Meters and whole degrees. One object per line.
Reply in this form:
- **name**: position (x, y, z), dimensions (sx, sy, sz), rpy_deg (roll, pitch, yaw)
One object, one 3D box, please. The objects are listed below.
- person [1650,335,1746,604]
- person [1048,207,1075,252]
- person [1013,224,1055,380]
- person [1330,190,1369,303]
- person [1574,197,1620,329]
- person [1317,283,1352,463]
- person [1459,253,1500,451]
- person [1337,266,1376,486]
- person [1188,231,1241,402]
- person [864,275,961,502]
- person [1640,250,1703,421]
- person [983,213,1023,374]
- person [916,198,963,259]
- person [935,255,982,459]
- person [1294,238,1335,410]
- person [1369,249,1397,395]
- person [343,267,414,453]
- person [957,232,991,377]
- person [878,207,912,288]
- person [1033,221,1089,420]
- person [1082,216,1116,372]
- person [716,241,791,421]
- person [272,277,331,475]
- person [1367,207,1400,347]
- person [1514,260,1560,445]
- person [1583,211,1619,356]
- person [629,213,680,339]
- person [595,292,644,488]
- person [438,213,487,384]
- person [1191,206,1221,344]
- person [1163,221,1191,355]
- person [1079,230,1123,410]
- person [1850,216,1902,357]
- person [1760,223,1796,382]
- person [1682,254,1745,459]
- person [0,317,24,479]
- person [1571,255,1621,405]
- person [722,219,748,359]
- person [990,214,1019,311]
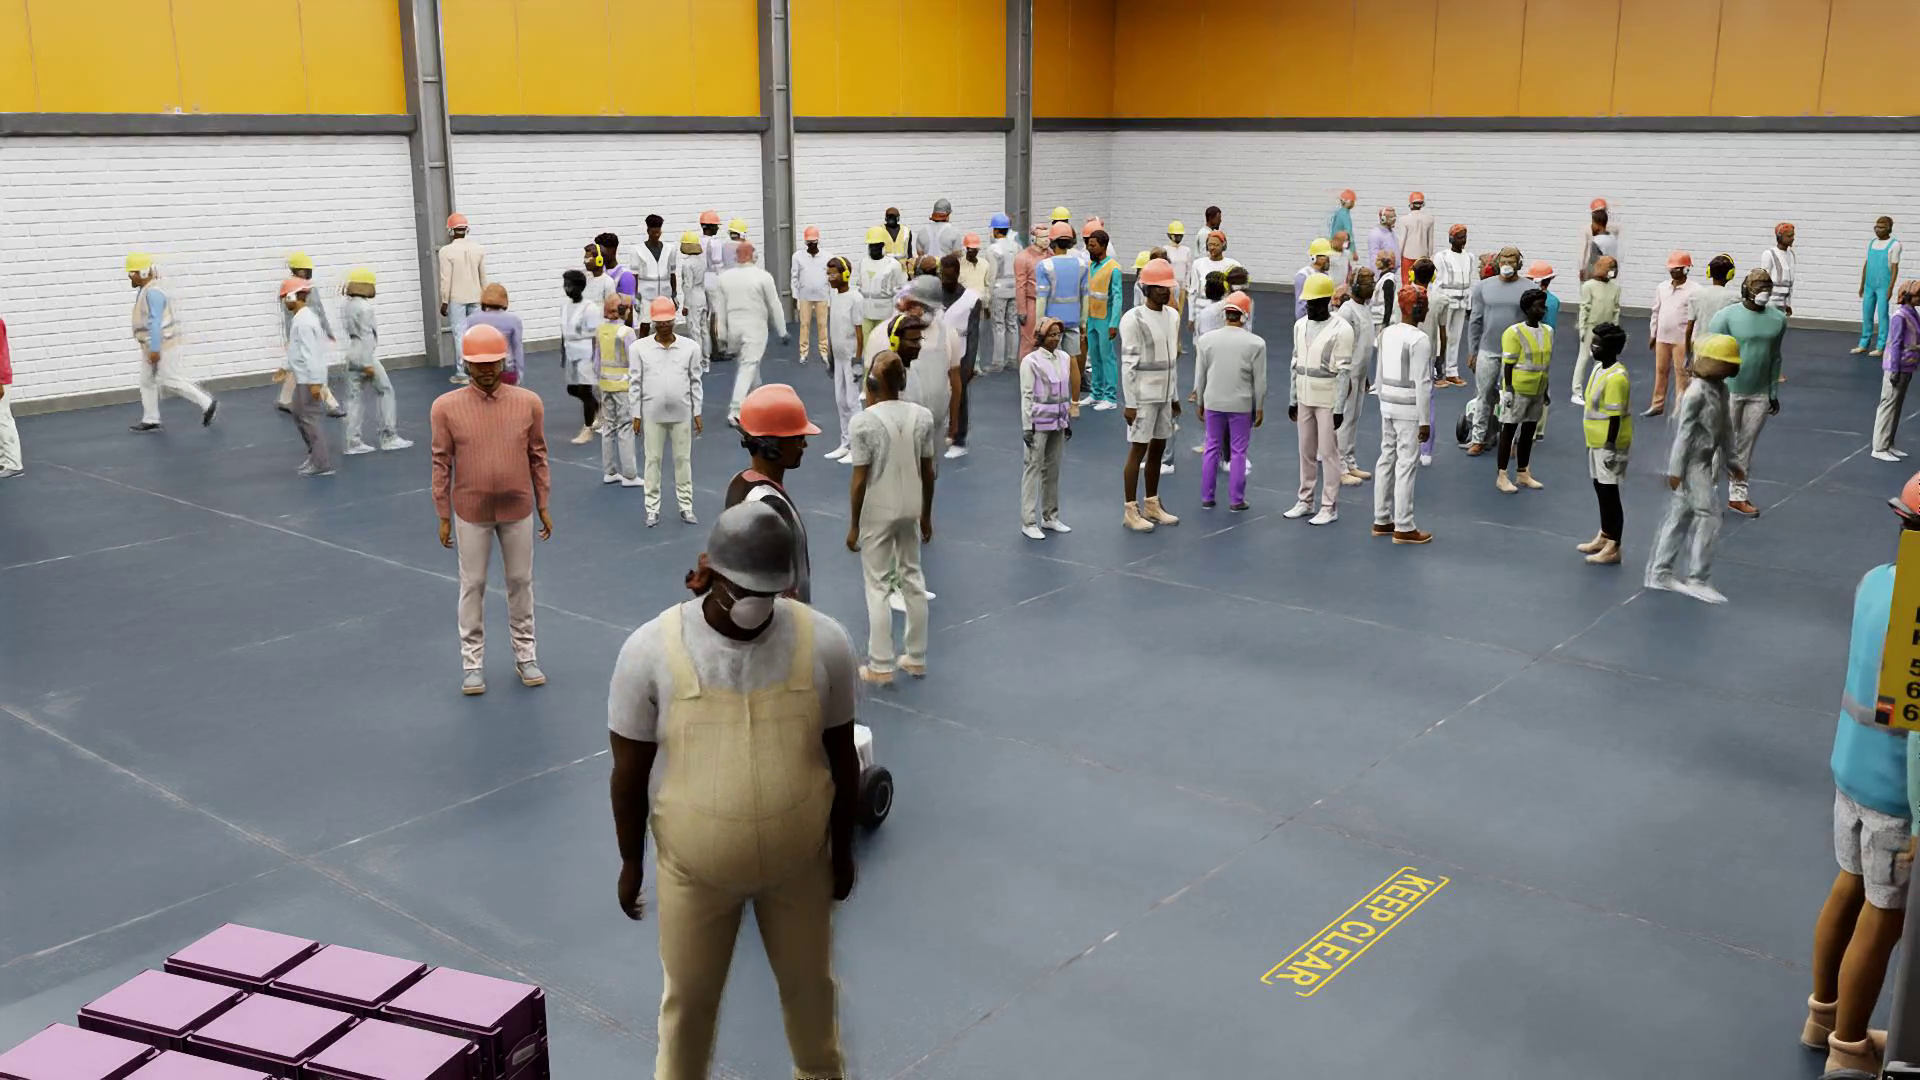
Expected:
- **person**: position (4.818, -0.460, 10.672), dimensions (0.669, 1.710, 0.482), rpy_deg (12, 18, 39)
- **person**: position (1.362, -3.524, 22.487), dimensions (0.367, 1.927, 0.587), rpy_deg (3, 14, 14)
- **person**: position (0.912, -2.637, 18.985), dimensions (0.641, 1.909, 0.409), rpy_deg (-12, 18, -40)
- **person**: position (6.431, -4.813, 27.591), dimensions (1.019, 1.939, 0.630), rpy_deg (0, 14, 1)
- **person**: position (9.391, -4.041, 24.469), dimensions (0.617, 1.967, 0.816), rpy_deg (0, 14, 2)
- **person**: position (3.373, -1.468, 14.855), dimensions (0.314, 1.640, 0.515), rpy_deg (-1, 14, -6)
- **person**: position (4.958, -1.756, 15.586), dimensions (0.375, 1.843, 0.575), rpy_deg (9, 16, 31)
- **person**: position (3.358, -1.394, 14.143), dimensions (0.346, 1.846, 0.506), rpy_deg (8, 16, 30)
- **person**: position (2.775, -2.435, 18.228), dimensions (0.575, 1.883, 0.355), rpy_deg (6, 15, 22)
- **person**: position (-0.345, -0.957, 11.997), dimensions (0.720, 2.000, 0.762), rpy_deg (-3, 14, -13)
- **person**: position (7.363, -2.107, 17.174), dimensions (0.342, 1.748, 0.573), rpy_deg (-9, 17, -31)
- **person**: position (0.513, -3.023, 20.439), dimensions (0.387, 1.949, 0.602), rpy_deg (12, 19, 41)
- **person**: position (-0.222, -3.612, 22.609), dimensions (0.682, 2.000, 0.538), rpy_deg (7, 16, 26)
- **person**: position (-0.138, -1.606, 14.925), dimensions (0.611, 1.870, 0.953), rpy_deg (6, 15, 23)
- **person**: position (3.807, -2.300, 17.782), dimensions (0.586, 1.835, 0.403), rpy_deg (-13, 19, -42)
- **person**: position (4.792, -2.462, 18.821), dimensions (0.314, 1.642, 0.514), rpy_deg (2, 14, 7)
- **person**: position (-5.487, -1.677, 15.527), dimensions (0.724, 1.704, 0.501), rpy_deg (-13, 19, -43)
- **person**: position (0.138, -2.816, 20.009), dimensions (0.566, 1.750, 0.341), rpy_deg (-9, 16, -31)
- **person**: position (-0.984, -3.927, 24.279), dimensions (0.626, 1.840, 0.429), rpy_deg (-4, 14, -14)
- **person**: position (1.024, -2.244, 17.138), dimensions (0.614, 2.040, 0.391), rpy_deg (-6, 15, -24)
- **person**: position (1.646, -3.039, 20.592), dimensions (0.409, 1.907, 0.651), rpy_deg (-6, 15, -23)
- **person**: position (-2.160, -2.129, 17.098), dimensions (0.659, 1.850, 1.056), rpy_deg (7, 16, 25)
- **person**: position (-5.792, -1.438, 14.583), dimensions (0.458, 1.713, 0.580), rpy_deg (-4, 15, -17)
- **person**: position (5.854, -3.632, 22.957), dimensions (0.407, 1.909, 0.638), rpy_deg (10, 17, 36)
- **person**: position (5.478, -1.784, 15.883), dimensions (0.330, 1.751, 0.563), rpy_deg (11, 18, 38)
- **person**: position (8.423, -3.371, 21.947), dimensions (0.465, 1.891, 0.688), rpy_deg (12, 18, 39)
- **person**: position (-3.707, -2.978, 20.238), dimensions (0.607, 1.960, 0.383), rpy_deg (-8, 16, -28)
- **person**: position (-2.872, -1.262, 14.036), dimensions (0.523, 1.636, 0.310), rpy_deg (12, 18, 39)
- **person**: position (-5.871, -2.850, 19.652), dimensions (0.390, 1.992, 0.624), rpy_deg (11, 18, 39)
- **person**: position (3.426, -3.676, 23.142), dimensions (0.391, 1.910, 0.592), rpy_deg (6, 15, 22)
- **person**: position (2.831, -3.322, 22.006), dimensions (0.525, 1.769, 0.310), rpy_deg (-8, 16, -28)
- **person**: position (1.525, -2.357, 17.839), dimensions (0.373, 1.917, 0.595), rpy_deg (-8, 16, -28)
- **person**: position (12.114, -3.345, 21.953), dimensions (0.330, 1.838, 0.507), rpy_deg (-6, 15, -22)
- **person**: position (9.651, -2.797, 19.674), dimensions (0.573, 1.883, 0.356), rpy_deg (-9, 17, -33)
- **person**: position (6.868, -1.665, 15.175), dimensions (0.513, 1.872, 0.328), rpy_deg (11, 18, 37)
- **person**: position (-8.420, -1.404, 14.397), dimensions (0.575, 1.739, 0.355), rpy_deg (12, 19, 41)
- **person**: position (6.968, -2.287, 18.162), dimensions (0.504, 1.628, 0.279), rpy_deg (-4, 15, -16)
- **person**: position (-2.859, -3.224, 21.494), dimensions (0.592, 1.826, 0.403), rpy_deg (9, 17, 33)
- **person**: position (0.753, -4.470, 26.923), dimensions (0.525, 1.613, 0.770), rpy_deg (6, 15, 22)
